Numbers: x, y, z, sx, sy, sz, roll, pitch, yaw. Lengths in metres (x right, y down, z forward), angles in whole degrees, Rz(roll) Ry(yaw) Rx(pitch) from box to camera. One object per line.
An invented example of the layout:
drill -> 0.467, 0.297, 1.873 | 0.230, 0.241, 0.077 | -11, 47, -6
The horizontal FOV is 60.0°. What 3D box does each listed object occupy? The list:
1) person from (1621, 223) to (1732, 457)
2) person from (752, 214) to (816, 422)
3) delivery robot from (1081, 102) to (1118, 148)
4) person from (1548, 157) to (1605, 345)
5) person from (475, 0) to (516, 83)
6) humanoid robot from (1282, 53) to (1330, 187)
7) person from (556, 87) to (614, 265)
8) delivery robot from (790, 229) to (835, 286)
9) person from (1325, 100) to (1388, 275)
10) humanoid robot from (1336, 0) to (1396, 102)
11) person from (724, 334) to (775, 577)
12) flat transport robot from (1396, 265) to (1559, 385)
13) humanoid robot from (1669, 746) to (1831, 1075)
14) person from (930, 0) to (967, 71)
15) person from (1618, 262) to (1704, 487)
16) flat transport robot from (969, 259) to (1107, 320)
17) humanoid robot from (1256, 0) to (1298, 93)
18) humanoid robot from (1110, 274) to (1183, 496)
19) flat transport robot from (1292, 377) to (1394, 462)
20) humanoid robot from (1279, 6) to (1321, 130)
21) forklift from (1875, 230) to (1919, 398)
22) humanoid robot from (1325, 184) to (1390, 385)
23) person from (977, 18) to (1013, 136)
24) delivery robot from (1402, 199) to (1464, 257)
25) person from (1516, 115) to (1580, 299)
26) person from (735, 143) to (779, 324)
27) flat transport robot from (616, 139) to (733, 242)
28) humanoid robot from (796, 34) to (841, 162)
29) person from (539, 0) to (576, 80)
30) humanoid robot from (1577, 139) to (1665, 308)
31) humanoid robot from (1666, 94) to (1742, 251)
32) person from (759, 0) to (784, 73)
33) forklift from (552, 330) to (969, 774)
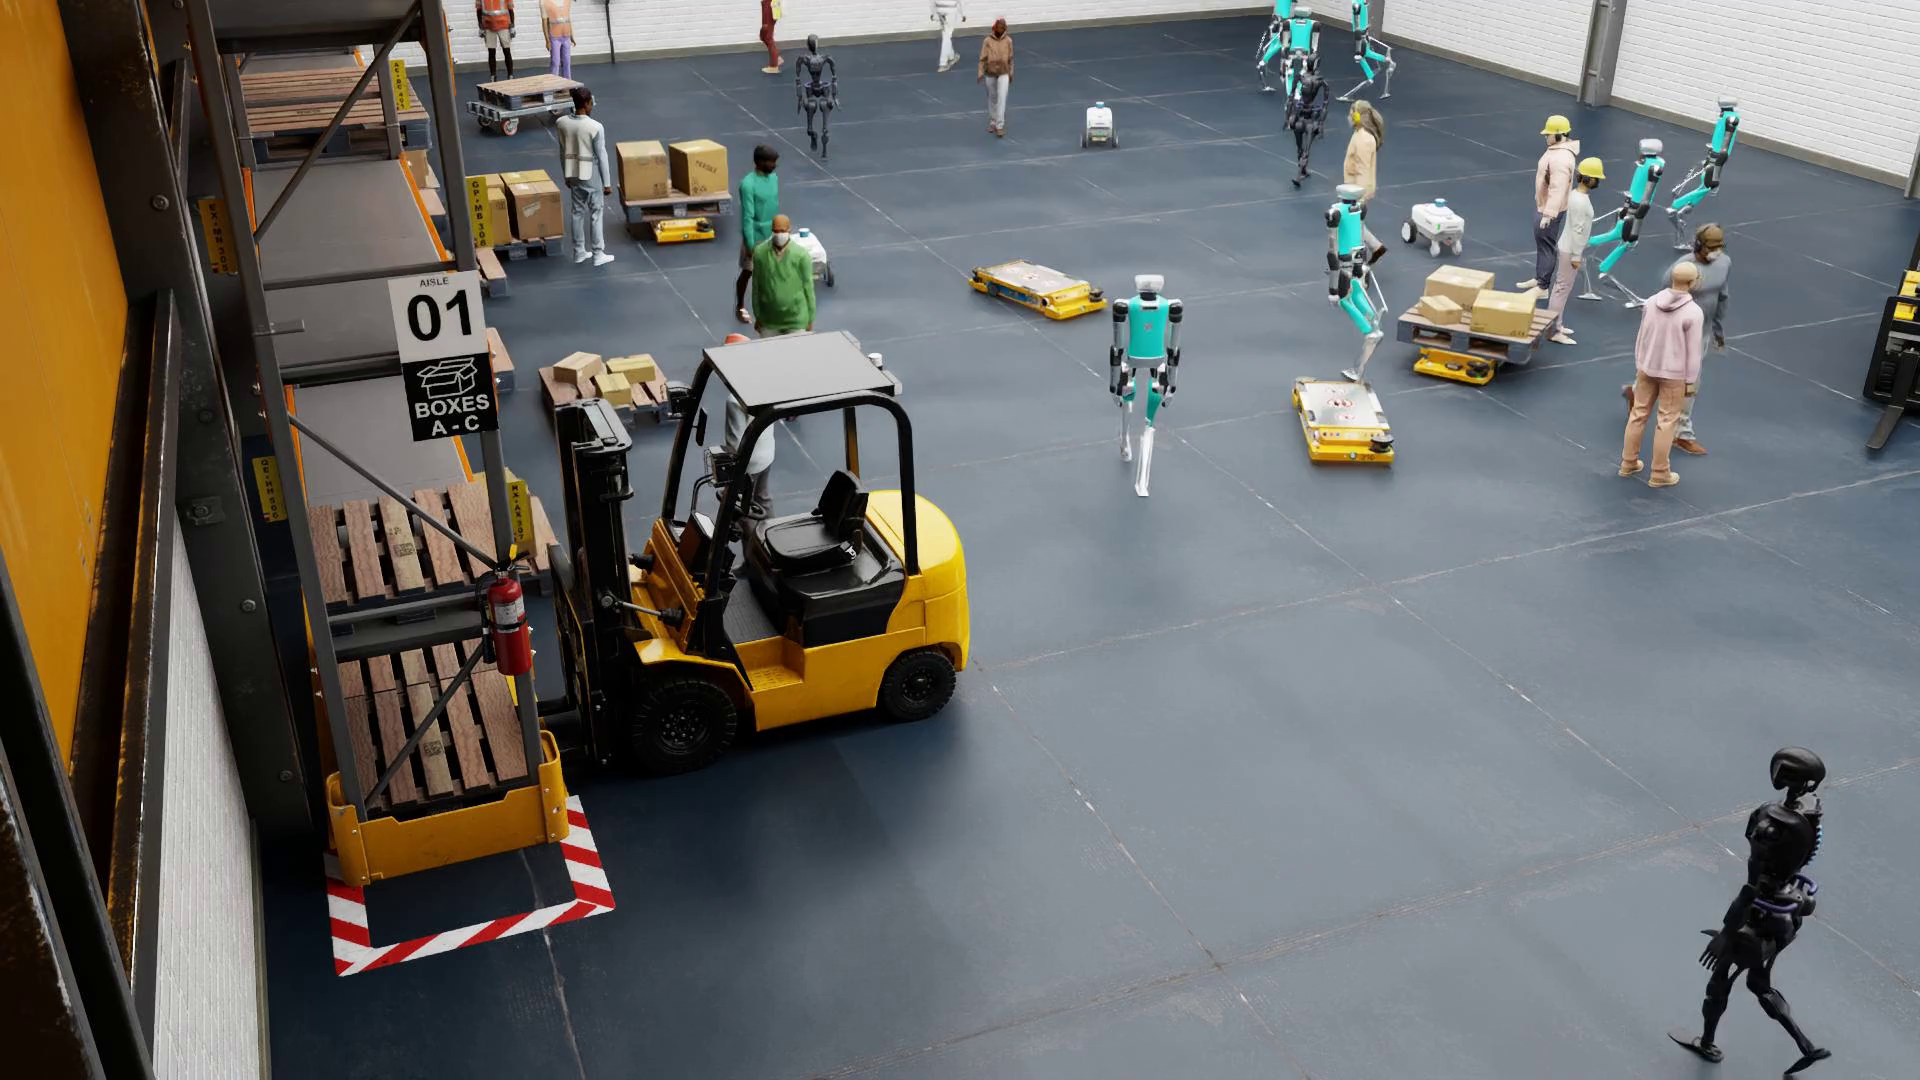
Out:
person -> 5.870, -1.706, 13.566 | 0.641, 1.898, 0.902 | -14, 30, -26
person -> -1.483, -1.916, 14.120 | 0.549, 1.770, 0.506 | 4, 27, 8
delivery robot -> 1.941, -5.778, 23.182 | 0.499, 0.612, 0.814 | 1, 27, 3
person -> 5.839, -2.751, 15.795 | 0.316, 1.766, 0.522 | 7, 28, 14
person -> -7.312, -8.109, 26.230 | 0.600, 1.966, 0.369 | -2, 27, -4
humanoid robot -> 4.354, -5.322, 21.053 | 0.584, 1.624, 0.772 | 18, 32, 32
person -> -4.040, -3.911, 17.948 | 0.596, 1.907, 0.408 | 11, 29, 21
delivery robot -> -1.634, -2.981, 17.613 | 0.499, 0.608, 0.793 | -7, 28, -13
person -> 4.268, -3.707, 17.593 | 0.545, 1.860, 0.612 | 6, 27, 12
humanoid robot -> 6.291, -7.423, 25.184 | 1.054, 1.755, 0.556 | 11, 29, 21
person -> -1.472, -0.589, 11.525 | 0.350, 1.737, 0.572 | 9, 28, 17
flat transport robot -> 4.813, -1.796, 15.560 | 0.659, 0.231, 1.431 | 16, 31, 29
humanoid robot -> 3.524, 1.650, 7.162 | 0.609, 1.639, 0.618 | -21, 33, -35
person -> -0.138, -8.837, 27.799 | 0.603, 1.850, 0.868 | 16, 31, 29
person -> 5.426, -1.273, 12.833 | 0.401, 1.784, 0.523 | -18, 32, -32
flat transport robot -> 0.789, -2.591, 17.142 | 0.659, 0.231, 1.431 | -20, 33, -34
humanoid robot -> 4.832, -7.771, 25.911 | 0.756, 1.872, 0.538 | -12, 29, -23
humanoid robot -> 1.401, -1.306, 12.997 | 0.530, 1.778, 0.994 | 0, 27, 0
flat transport robot -> 3.211, -1.022, 14.021 | 0.659, 0.231, 1.431 | 2, 27, 3
humanoid robot -> 4.740, -6.596, 23.476 | 0.537, 1.720, 1.013 | 9, 28, 16
forklift -> 9.029, -2.397, 14.618 | 1.214, 2.155, 2.313 | 18, 32, 32
humanoid robot -> 3.608, -2.210, 14.787 | 0.838, 1.804, 0.566 | 22, 34, 37
person -> 0.491, -6.513, 23.427 | 0.497, 1.613, 0.756 | 2, 27, 4
delivery robot -> 5.351, -3.534, 18.721 | 0.499, 0.614, 0.789 | -5, 27, -10
person -> 6.022, -3.386, 16.951 | 0.417, 1.861, 0.798 | 7, 28, 13
person -> -1.891, -2.925, 16.109 | 0.961, 1.792, 0.554 | 21, 34, 36
flat transport robot -> -3.328, -3.791, 19.528 | 0.659, 0.231, 1.431 | -7, 28, -14
humanoid robot -> -1.886, -5.942, 22.261 | 0.595, 1.638, 0.595 | 0, 27, -1
person -> -6.171, -7.712, 25.572 | 0.386, 1.845, 0.567 | 18, 32, 32
humanoid robot -> 6.507, -3.112, 16.539 | 0.972, 1.735, 0.541 | 3, 27, 7
humanoid robot -> 8.085, -3.953, 18.336 | 0.717, 1.891, 0.545 | 7, 28, 14
person -> -3.163, -8.599, 27.436 | 0.449, 1.755, 0.501 | 3, 27, 6
forklift -> -1.094, 0.010, 9.831 | 2.313, 2.155, 1.214 | -10, 28, -20
